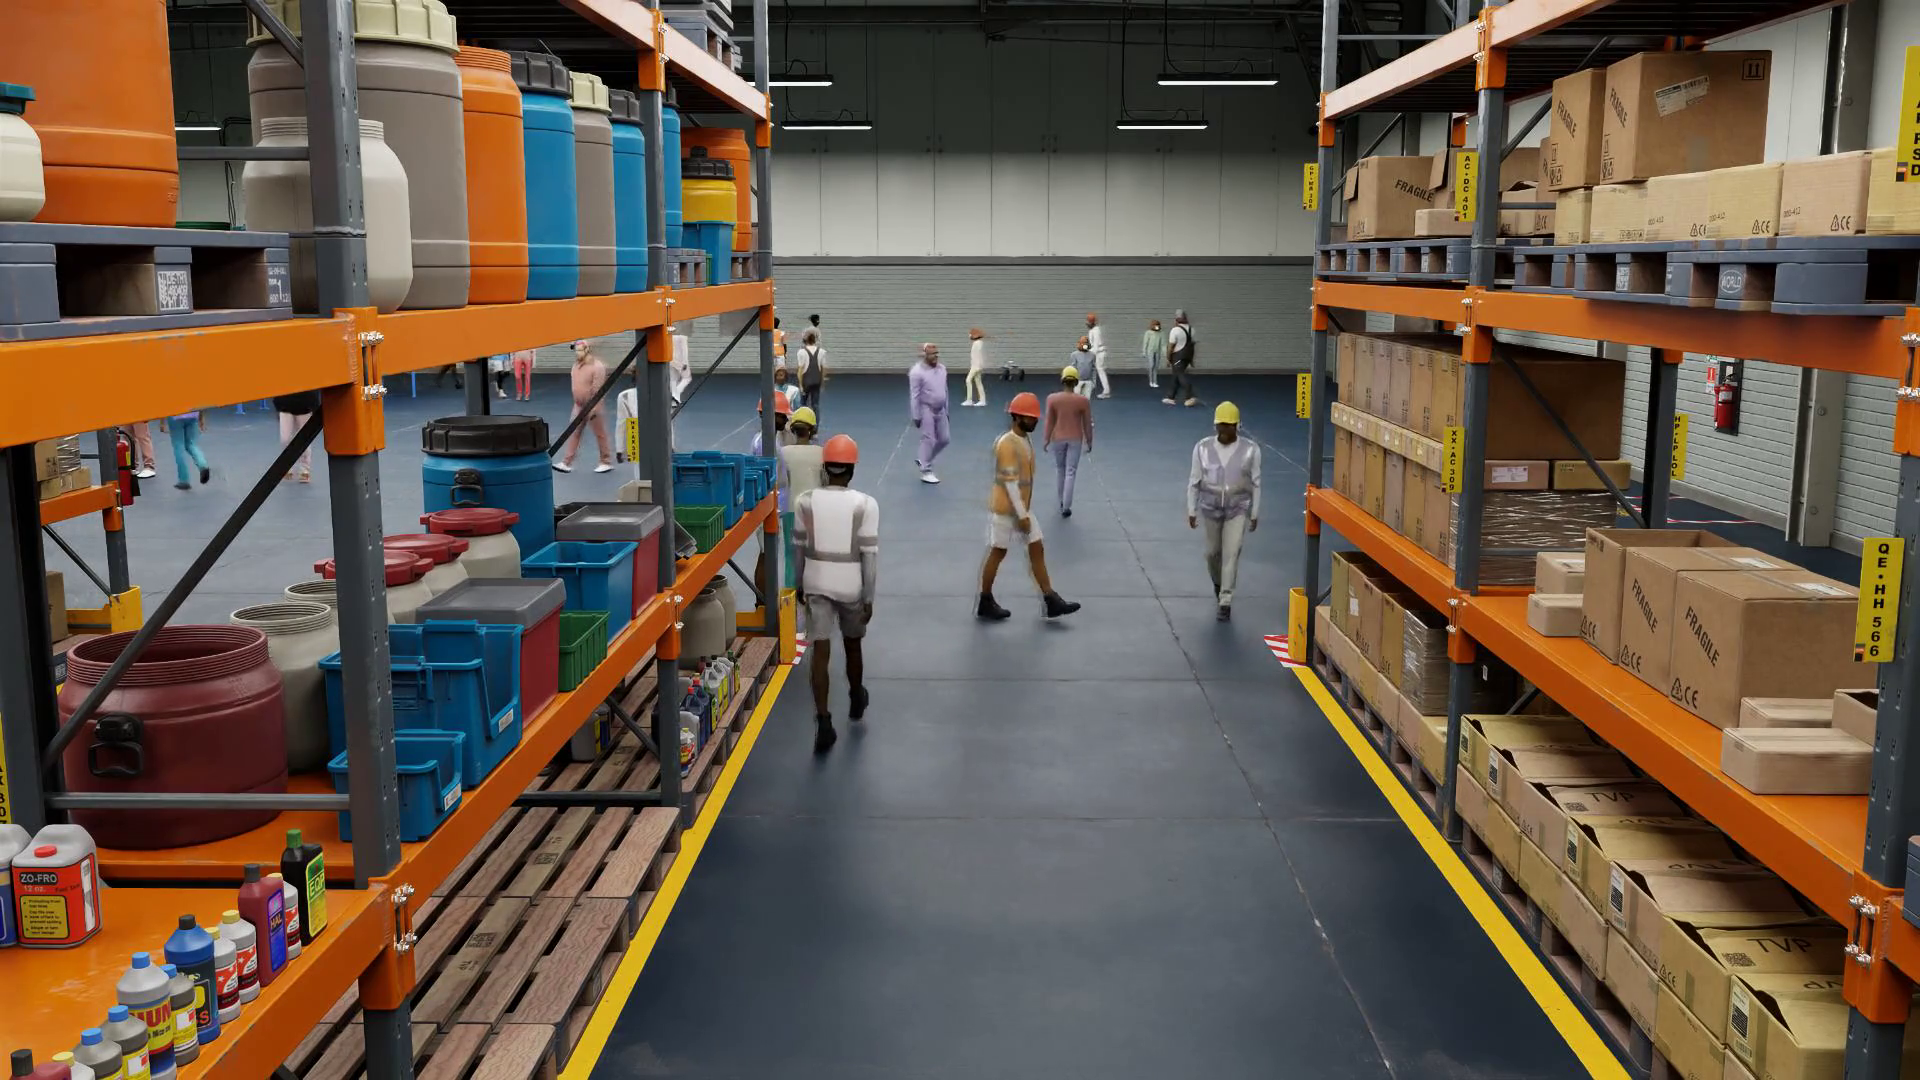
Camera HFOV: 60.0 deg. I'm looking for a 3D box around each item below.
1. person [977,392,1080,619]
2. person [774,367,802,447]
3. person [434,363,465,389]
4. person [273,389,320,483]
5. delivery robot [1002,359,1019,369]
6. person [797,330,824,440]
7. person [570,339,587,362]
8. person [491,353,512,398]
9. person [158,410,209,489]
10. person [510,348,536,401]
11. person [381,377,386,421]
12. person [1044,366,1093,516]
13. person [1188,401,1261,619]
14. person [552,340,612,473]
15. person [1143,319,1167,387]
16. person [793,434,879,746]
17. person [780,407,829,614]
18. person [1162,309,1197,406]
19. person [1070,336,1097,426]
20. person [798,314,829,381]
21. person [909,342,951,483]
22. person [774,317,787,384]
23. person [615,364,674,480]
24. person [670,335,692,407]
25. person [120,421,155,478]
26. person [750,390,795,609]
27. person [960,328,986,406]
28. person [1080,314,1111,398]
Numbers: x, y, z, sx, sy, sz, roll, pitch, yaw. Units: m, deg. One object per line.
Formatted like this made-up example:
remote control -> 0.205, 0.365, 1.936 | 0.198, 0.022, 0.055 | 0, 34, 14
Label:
person -> 0.532, -0.261, 13.663 | 0.944, 1.887, 0.562 | 5, 11, 27
person -> -2.318, -1.455, 21.705 | 0.526, 1.589, 0.889 | -2, 10, -10
person -> -12.080, -4.512, 39.113 | 0.815, 1.883, 0.590 | 4, 10, 23
person -> -8.862, -1.721, 22.215 | 0.624, 1.948, 0.629 | -2, 10, -9
delivery robot -> 1.275, -4.427, 41.673 | 0.335, 0.223, 0.698 | 4, 10, 23
person -> -2.510, -2.607, 27.902 | 0.518, 1.828, 0.499 | -4, 10, -25
person -> -9.684, -5.039, 42.171 | 0.384, 1.925, 0.593 | 4, 10, 24
person -> -10.136, -3.981, 36.575 | 0.516, 1.685, 0.540 | 8, 12, 40
person -> -10.166, -1.581, 21.764 | 0.473, 1.826, 0.564 | 6, 11, 31
person -> -9.284, -3.813, 35.349 | 0.546, 1.741, 0.719 | -2, 10, -11
person -> -10.945, -3.110, 30.712 | 0.631, 1.904, 0.967 | 0, 9, -2
person -> 1.297, -1.182, 19.616 | 0.552, 1.726, 0.861 | 2, 10, 15
person -> 2.236, -0.283, 14.064 | 0.599, 1.805, 0.787 | 3, 10, 16
person -> -5.277, -1.844, 23.234 | 0.646, 1.863, 0.965 | 6, 11, 32
person -> 4.622, -4.409, 39.313 | 0.537, 1.603, 0.593 | -2, 10, -14
person -> -0.771, 0.284, 10.414 | 0.564, 1.885, 0.988 | 1, 10, 5
person -> -1.286, -0.223, 13.807 | 0.533, 1.765, 0.330 | 1, 10, 5
person -> 4.606, -3.804, 34.560 | 0.996, 2.000, 0.689 | 9, 13, 44
person -> 2.222, -2.852, 29.944 | 0.503, 1.632, 0.271 | -3, 10, -18
person -> -3.691, -4.814, 41.607 | 0.817, 1.668, 0.537 | 2, 10, 14
person -> -0.409, -1.722, 22.414 | 0.473, 1.889, 0.665 | 9, 13, 43
person -> -4.222, -4.246, 38.108 | 0.540, 1.695, 0.317 | -2, 10, -9
person -> -3.470, -1.007, 18.213 | 0.618, 1.852, 0.842 | 0, 9, -1
person -> -5.773, -3.652, 33.973 | 0.648, 1.895, 0.452 | 6, 11, 33
person -> -11.409, -1.802, 22.885 | 0.635, 1.899, 0.399 | 4, 10, 24
person -> -1.506, -0.239, 13.393 | 0.368, 1.933, 0.552 | -2, 10, -10
person -> 0.238, -3.549, 34.199 | 0.670, 1.606, 0.520 | 0, 9, -3
person -> 2.906, -3.987, 36.168 | 0.912, 1.821, 0.592 | -2, 10, -14
